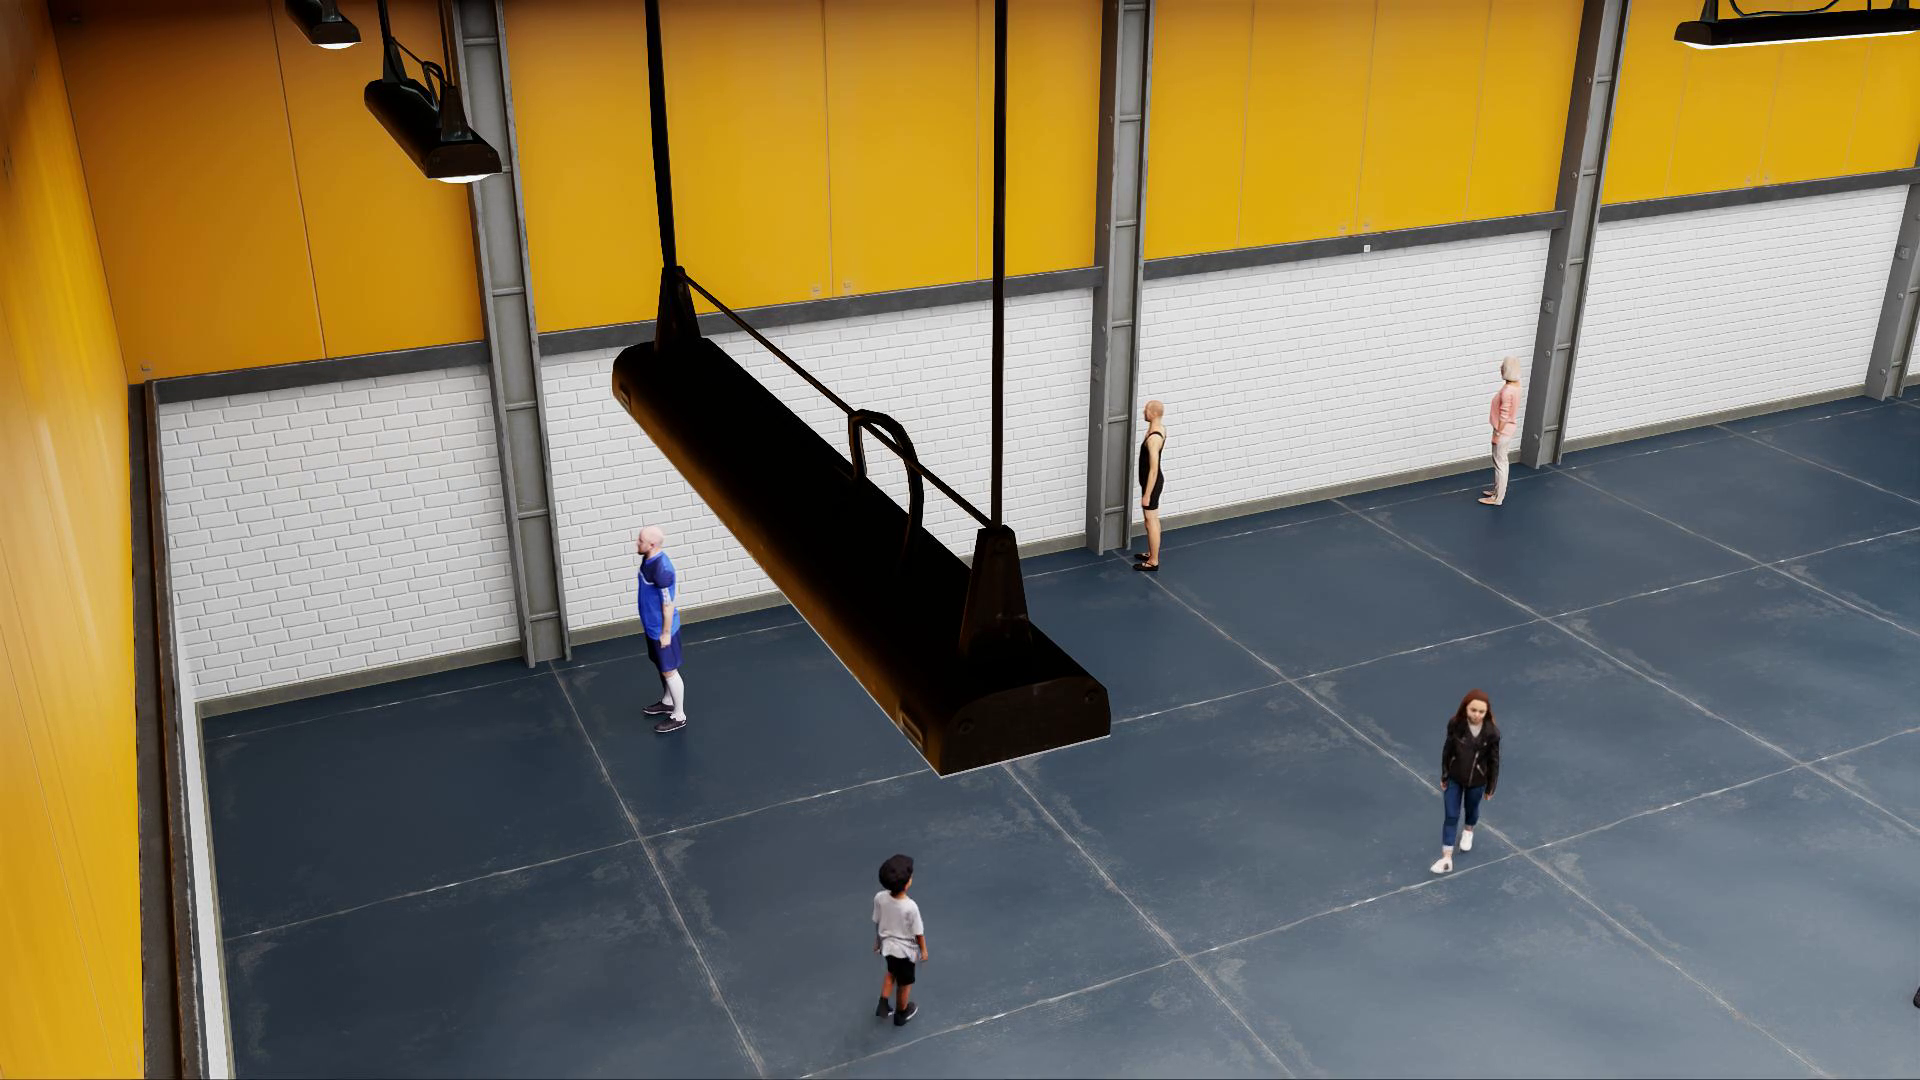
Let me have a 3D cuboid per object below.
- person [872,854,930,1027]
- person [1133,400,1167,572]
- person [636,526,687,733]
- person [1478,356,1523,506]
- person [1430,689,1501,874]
[{"bbox_3d":[-0.414,2.575,10.539,0.598,1.252,0.655,16,28,32],"label":"person"},{"bbox_3d":[1.965,-0.563,17.016,0.715,1.815,0.716,4,24,9],"label":"person"},{"bbox_3d":[-2.528,0.725,14.039,0.533,1.841,0.659,-10,26,-22],"label":"person"},{"bbox_3d":[6.107,-1.239,18.675,0.742,1.725,0.654,12,26,25],"label":"person"},{"bbox_3d":[3.756,1.716,12.271,0.909,1.439,1.014,12,26,25],"label":"person"}]
